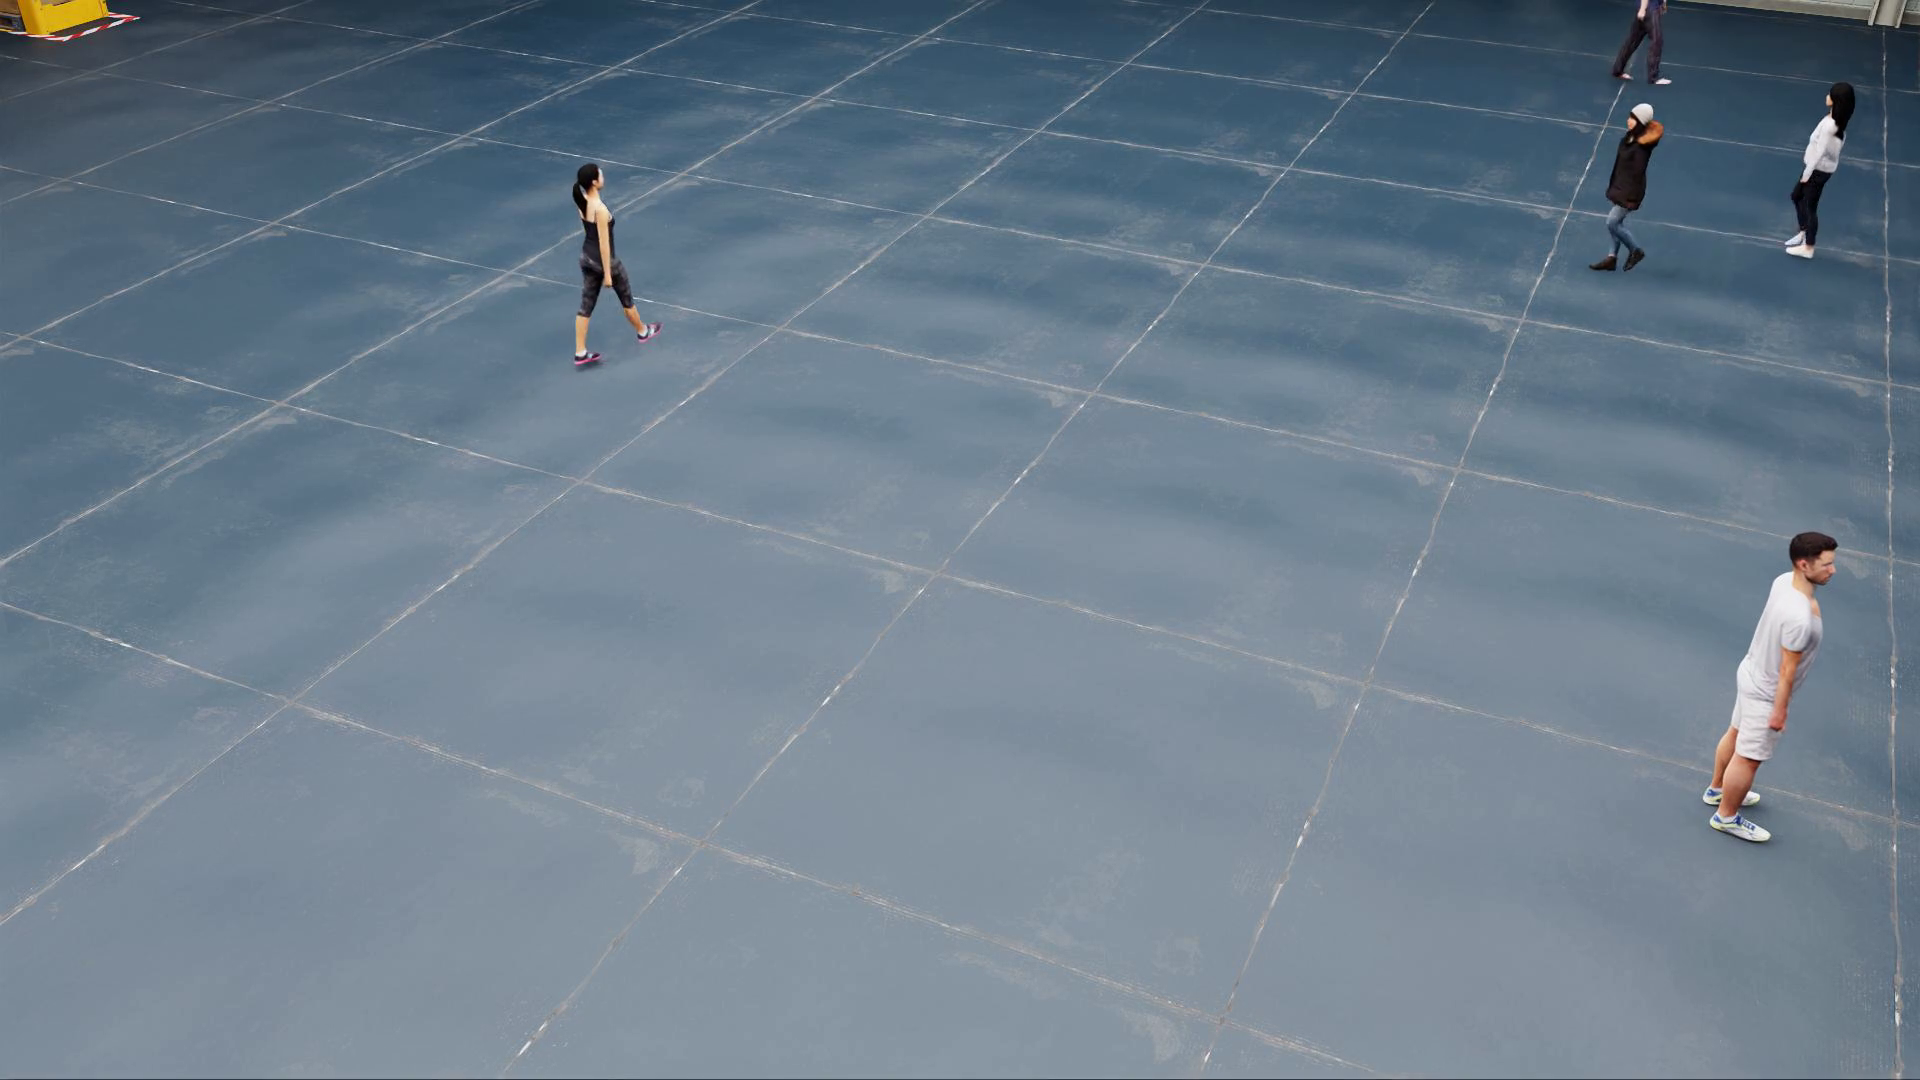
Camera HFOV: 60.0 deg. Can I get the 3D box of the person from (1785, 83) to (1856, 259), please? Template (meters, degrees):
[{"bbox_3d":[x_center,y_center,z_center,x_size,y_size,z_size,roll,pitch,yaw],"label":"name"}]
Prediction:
[{"bbox_3d":[8.287,-3.498,15.851,0.661,1.689,0.695,21,38,30],"label":"person"}]

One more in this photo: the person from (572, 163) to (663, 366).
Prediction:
[{"bbox_3d":[-3.093,-2.262,13.897,1.134,1.684,0.912,28,42,37],"label":"person"}]

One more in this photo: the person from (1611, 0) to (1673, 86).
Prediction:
[{"bbox_3d":[8.454,-6.601,20.629,0.978,1.840,0.706,16,36,24],"label":"person"}]

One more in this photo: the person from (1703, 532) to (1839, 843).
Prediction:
[{"bbox_3d":[4.341,0.764,8.940,0.629,1.854,0.710,8,33,13],"label":"person"}]

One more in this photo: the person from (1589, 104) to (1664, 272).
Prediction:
[{"bbox_3d":[6.309,-3.272,15.551,0.801,1.627,0.739,3,32,5],"label":"person"}]
